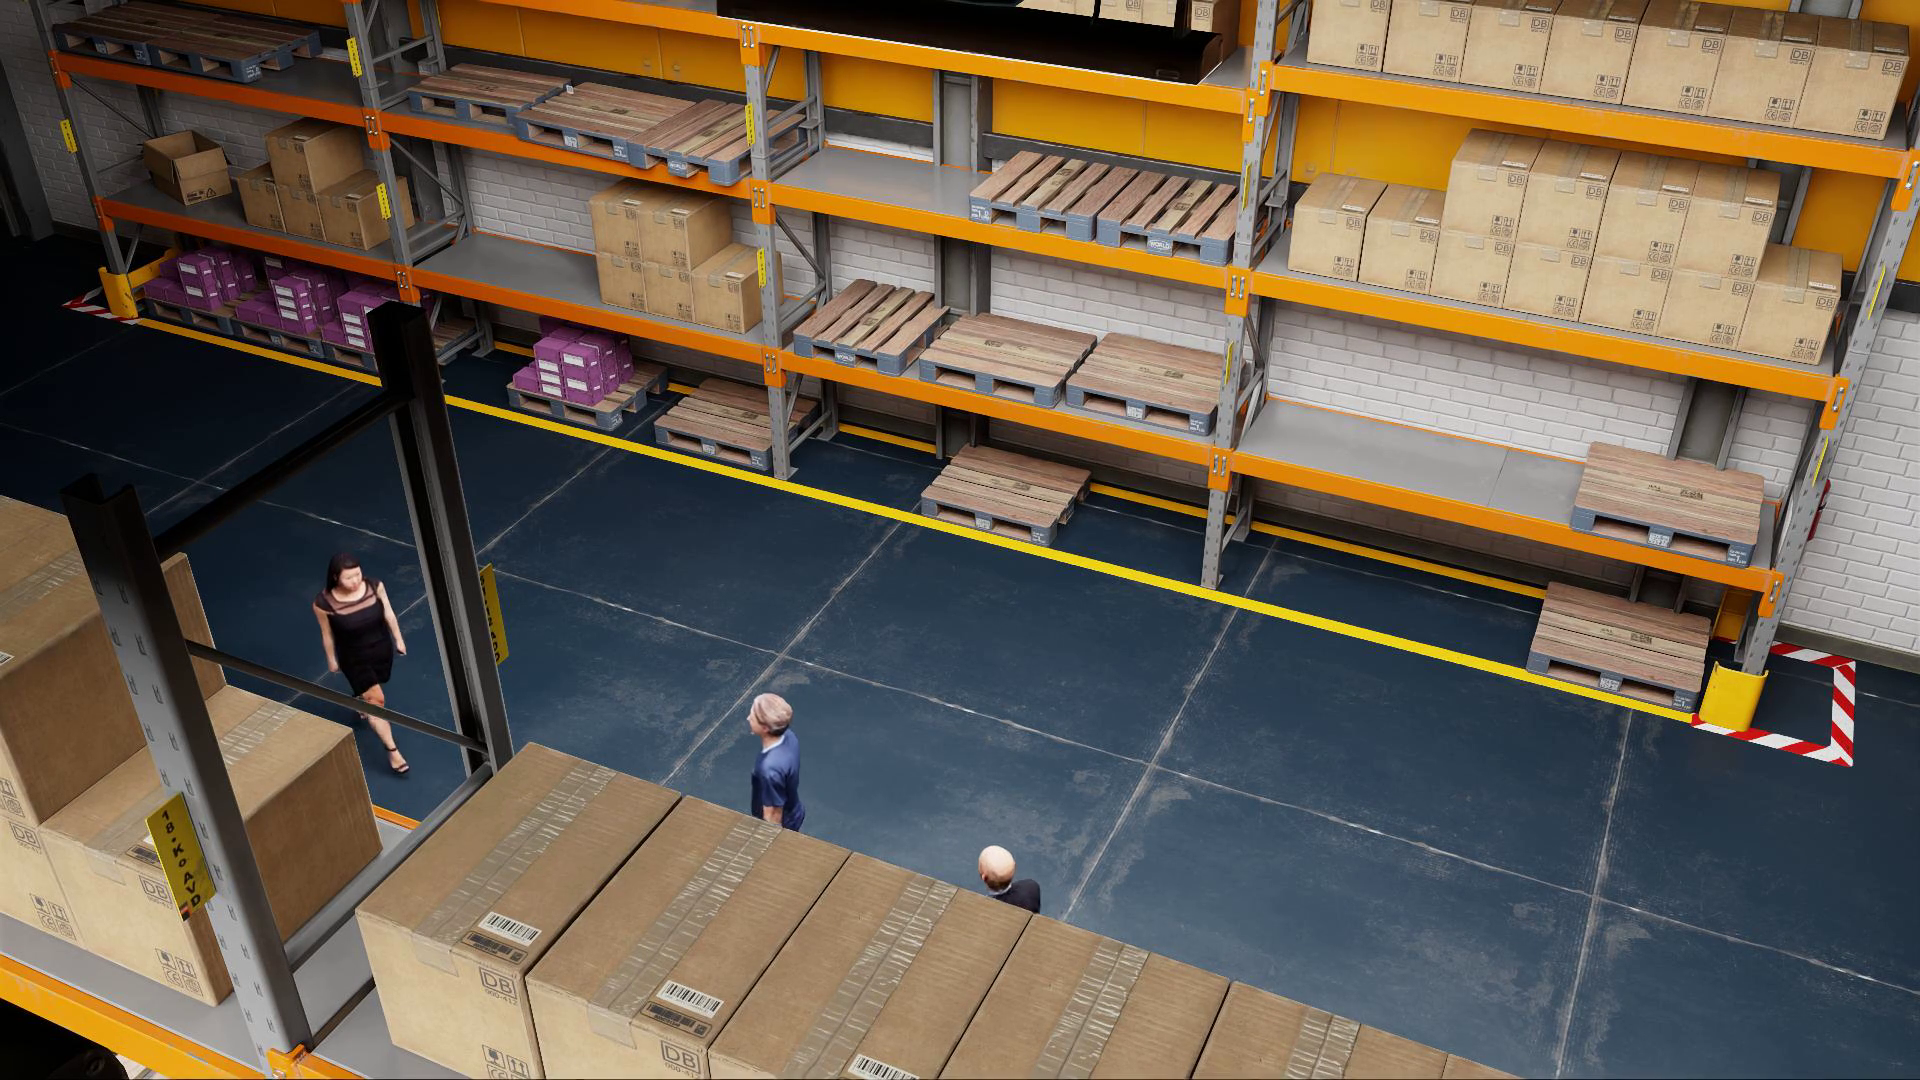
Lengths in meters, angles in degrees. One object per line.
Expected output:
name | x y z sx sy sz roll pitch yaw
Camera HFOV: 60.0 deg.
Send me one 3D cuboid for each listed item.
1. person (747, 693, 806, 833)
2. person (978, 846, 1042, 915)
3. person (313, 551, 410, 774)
person | -0.999 1.697 9.858 0.844 1.851 0.794 2 34 3
person | 0.269 2.367 8.913 1.037 1.782 1.210 -22 39 -29
person | -4.128 0.765 11.420 0.943 1.675 1.196 -26 42 -34
